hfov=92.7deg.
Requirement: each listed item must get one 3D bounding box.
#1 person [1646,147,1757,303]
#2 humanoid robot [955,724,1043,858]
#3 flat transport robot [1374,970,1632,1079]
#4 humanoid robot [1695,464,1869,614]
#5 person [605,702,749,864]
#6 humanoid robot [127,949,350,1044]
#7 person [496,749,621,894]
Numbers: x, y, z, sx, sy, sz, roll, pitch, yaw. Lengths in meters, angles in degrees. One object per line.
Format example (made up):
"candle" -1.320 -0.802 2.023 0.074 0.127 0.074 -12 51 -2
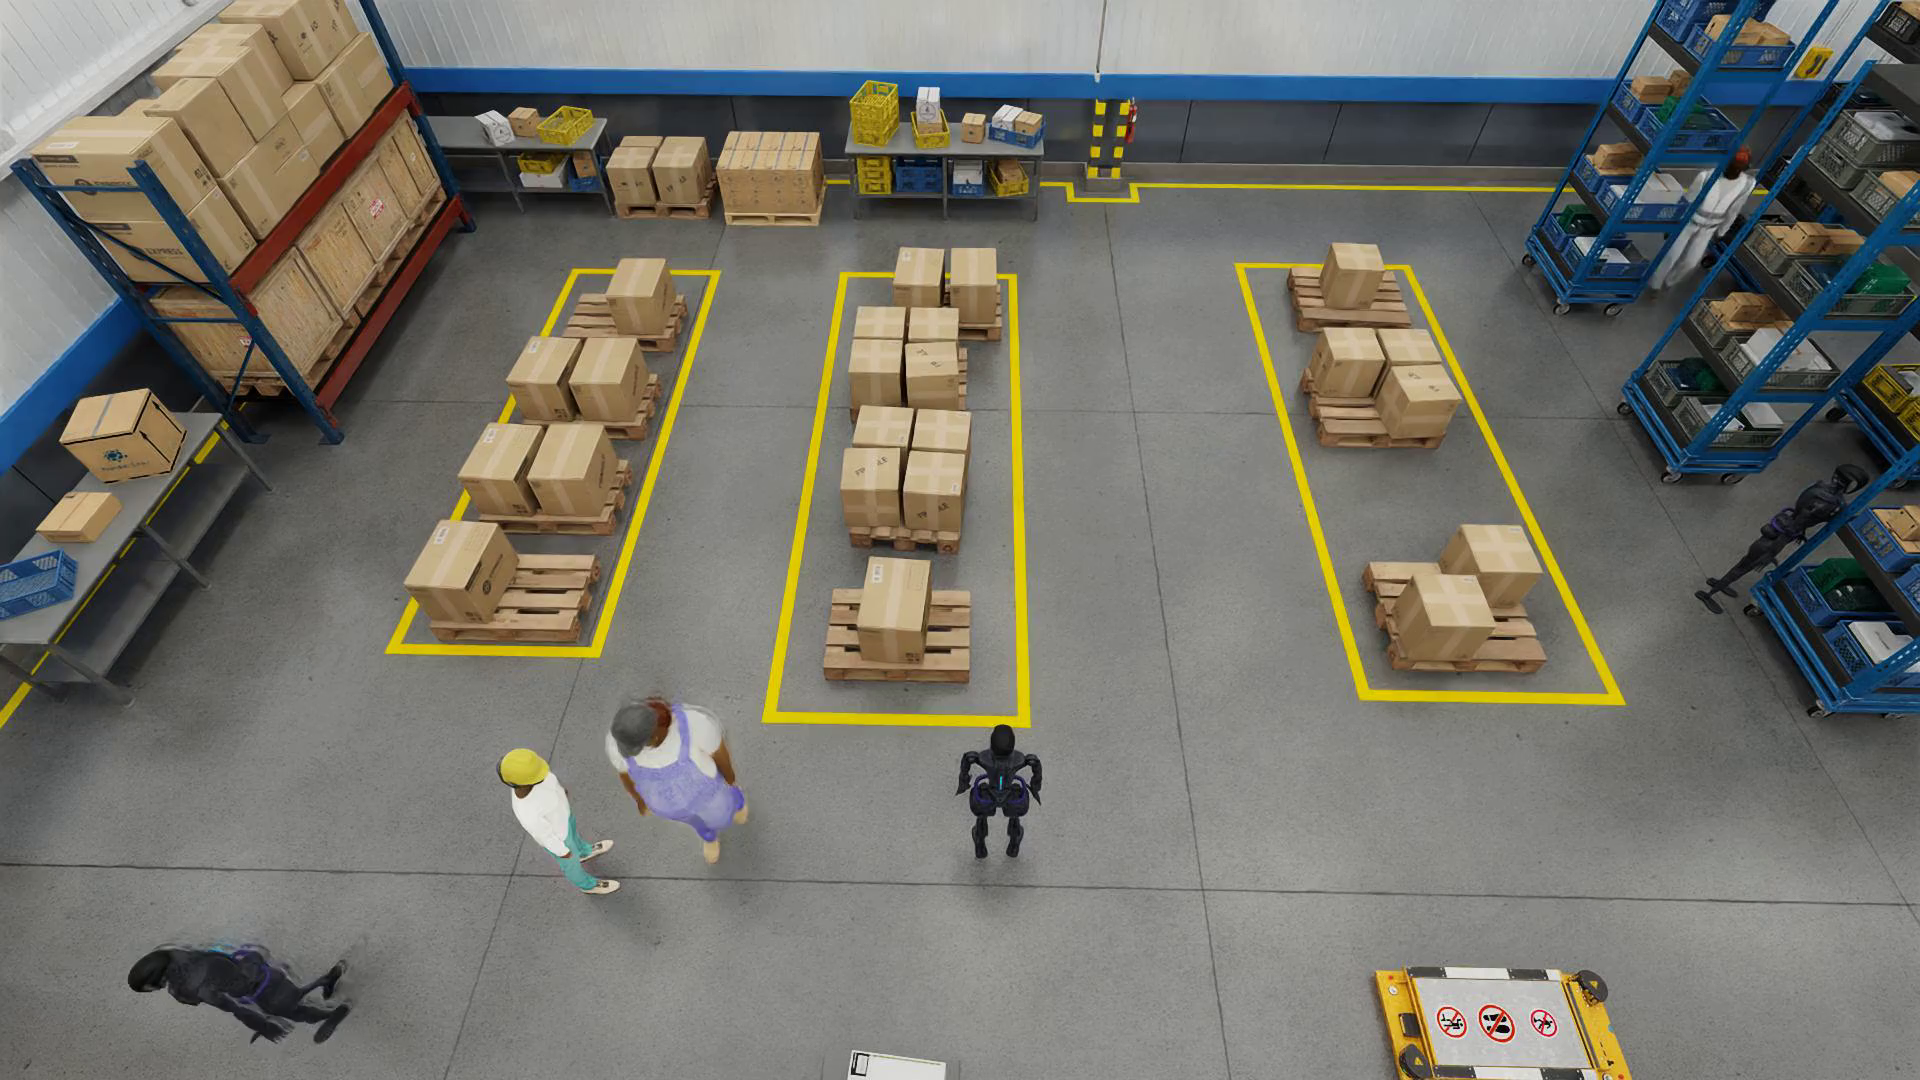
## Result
"person" 8.304 -3.506 10.314 0.622 1.860 0.423 17 53 13
"humanoid robot" 0.262 1.699 6.184 0.591 1.656 0.326 1 51 1
"flat transport robot" 3.501 3.133 5.914 1.431 0.197 0.652 1 51 1
"humanoid robot" 6.813 -0.013 7.578 0.593 1.657 0.327 -29 56 -22
"person" -1.852 1.603 6.037 0.705 2.000 0.541 -5 51 -4
"humanoid robot" -4.201 2.666 5.412 0.585 1.636 0.480 23 54 18
"person" -2.634 1.834 6.028 0.334 1.760 0.525 -15 52 -12
